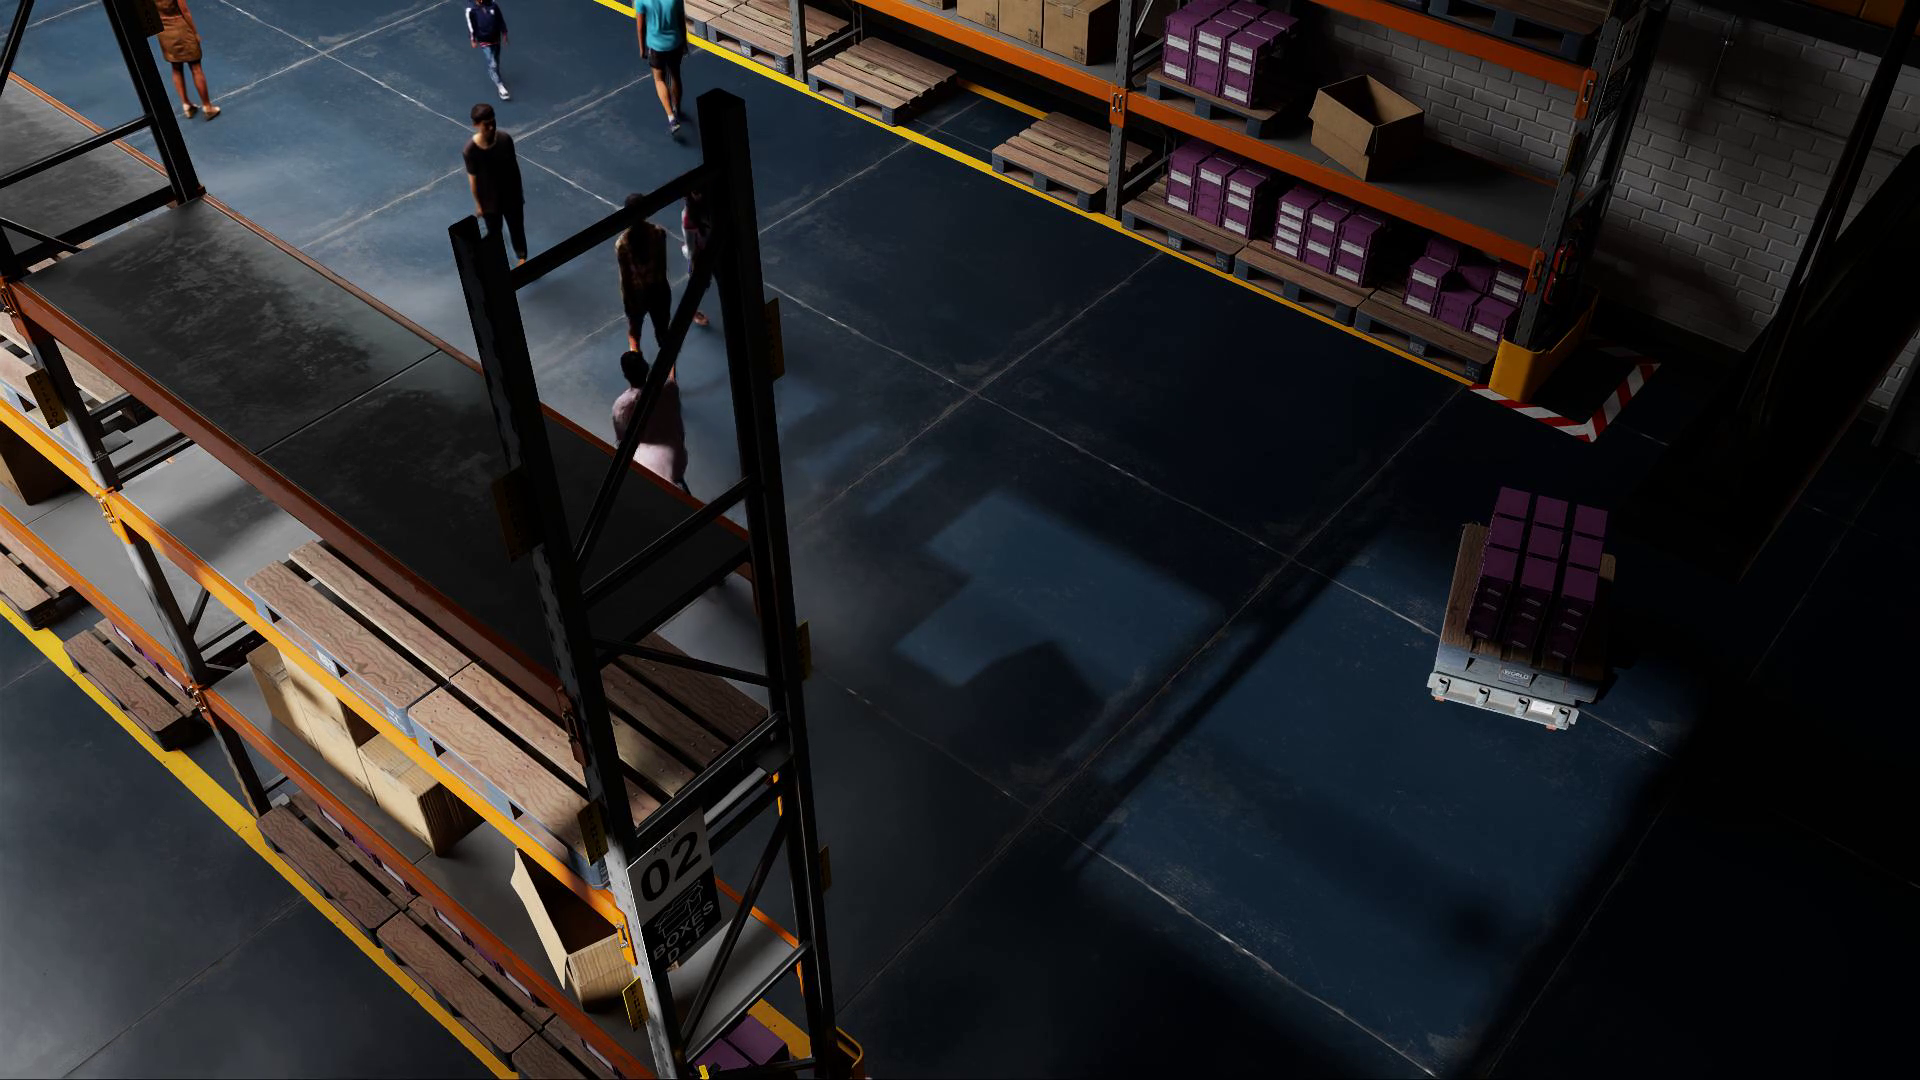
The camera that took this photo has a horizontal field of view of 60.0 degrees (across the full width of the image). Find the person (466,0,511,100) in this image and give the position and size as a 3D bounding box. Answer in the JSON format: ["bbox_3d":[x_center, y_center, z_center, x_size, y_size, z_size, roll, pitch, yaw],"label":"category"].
[{"bbox_3d":[-4.761,-5.103,16.749,0.679,1.203,0.886,-24,48,-23],"label":"person"}]

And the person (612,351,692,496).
[{"bbox_3d":[-2.114,-0.604,11.646,0.842,1.728,1.023,-27,50,-25],"label":"person"}]

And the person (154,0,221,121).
[{"bbox_3d":[-7.631,-4.920,16.209,0.602,1.683,0.700,6,44,6],"label":"person"}]

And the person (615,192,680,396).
[{"bbox_3d":[-2.375,-1.827,12.928,0.849,1.731,1.159,-24,49,-23],"label":"person"}]

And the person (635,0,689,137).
[{"bbox_3d":[-2.819,-4.715,15.936,0.922,1.762,1.077,-14,45,-14],"label":"person"}]

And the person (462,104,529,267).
[{"bbox_3d":[-3.927,-2.938,14.108,0.650,1.711,0.610,-28,50,-26],"label":"person"}]
